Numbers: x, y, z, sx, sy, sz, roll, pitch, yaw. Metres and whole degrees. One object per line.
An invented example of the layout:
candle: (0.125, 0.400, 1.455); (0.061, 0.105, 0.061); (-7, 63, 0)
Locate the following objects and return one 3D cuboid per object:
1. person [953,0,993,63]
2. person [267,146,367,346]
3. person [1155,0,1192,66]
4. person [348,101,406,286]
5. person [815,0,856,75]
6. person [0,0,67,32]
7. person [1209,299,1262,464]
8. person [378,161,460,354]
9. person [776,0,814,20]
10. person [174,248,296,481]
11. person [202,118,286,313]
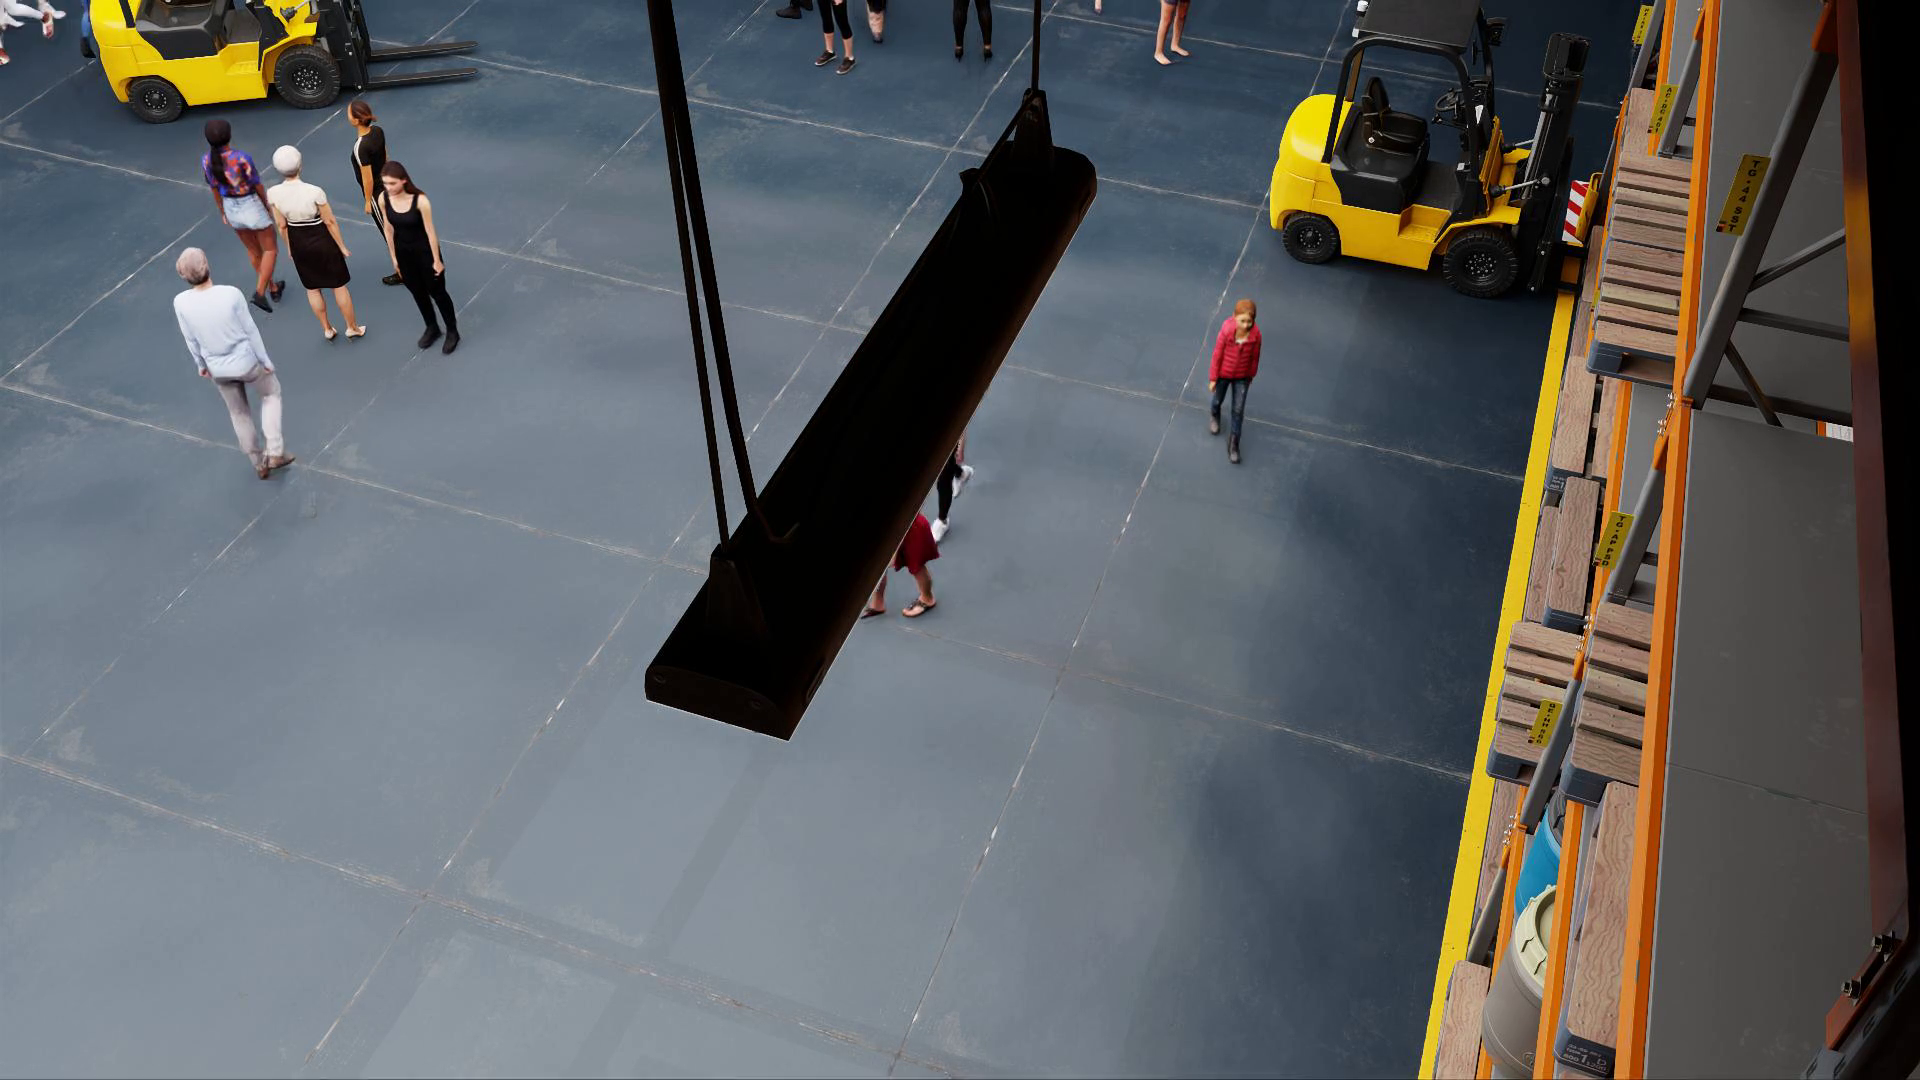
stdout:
person: (0.116, -5.661, 16.596); (0.709, 1.841, 0.690); (2, 44, 2)
person: (-5.095, -2.298, 13.128); (0.702, 1.754, 0.661); (-1, 44, -1)
person: (2.191, -5.607, 16.697); (0.605, 1.623, 0.716); (-30, 51, -28)
person: (-4.797, -2.897, 13.820); (0.680, 1.669, 0.525); (6, 44, 6)
person: (-1.276, -5.504, 16.518); (0.633, 1.721, 0.642); (31, 52, 28)
person: (-9.995, -6.101, 17.090); (0.970, 1.797, 0.830); (-28, 50, -27)
person: (2.004, -1.258, 12.368); (0.653, 1.298, 0.874); (2, 44, 3)
person: (-4.279, -2.255, 13.132); (0.614, 1.688, 0.607); (8, 44, 8)
person: (-1.755, -6.375, 17.330); (0.766, 1.862, 0.555); (22, 48, 22)
person: (-5.178, -1.182, 11.868); (0.835, 1.877, 0.866); (-5, 44, -6)
person: (-5.780, -2.565, 13.427); (0.760, 1.729, 0.979); (1, 44, 1)
